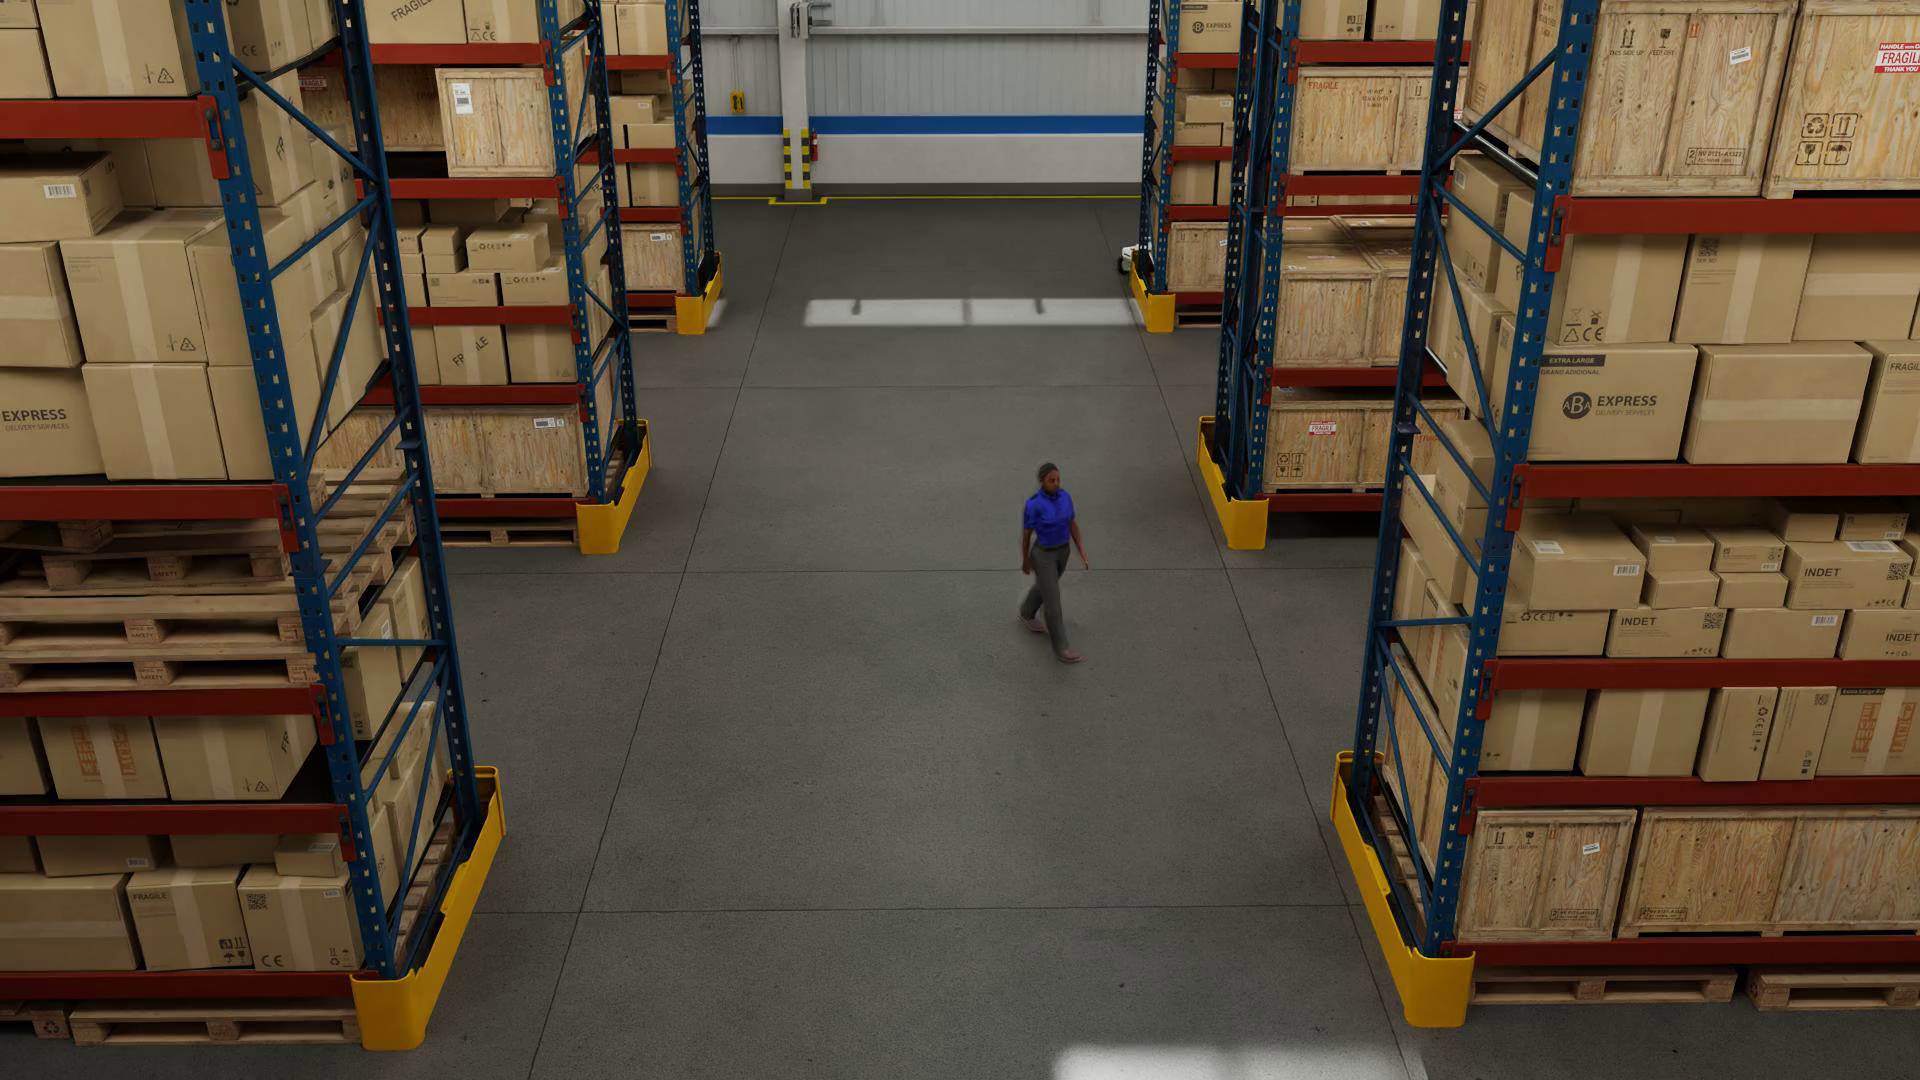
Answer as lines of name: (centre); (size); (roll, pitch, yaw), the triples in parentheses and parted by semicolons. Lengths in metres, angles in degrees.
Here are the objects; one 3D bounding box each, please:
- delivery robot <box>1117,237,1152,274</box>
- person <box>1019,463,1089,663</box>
delivery robot: (2.729, -4.008, 24.036); (0.696, 0.535, 0.667); (-13, 28, -26)
person: (0.788, 0.138, 13.724); (0.460, 1.618, 0.957); (-18, 31, -34)
